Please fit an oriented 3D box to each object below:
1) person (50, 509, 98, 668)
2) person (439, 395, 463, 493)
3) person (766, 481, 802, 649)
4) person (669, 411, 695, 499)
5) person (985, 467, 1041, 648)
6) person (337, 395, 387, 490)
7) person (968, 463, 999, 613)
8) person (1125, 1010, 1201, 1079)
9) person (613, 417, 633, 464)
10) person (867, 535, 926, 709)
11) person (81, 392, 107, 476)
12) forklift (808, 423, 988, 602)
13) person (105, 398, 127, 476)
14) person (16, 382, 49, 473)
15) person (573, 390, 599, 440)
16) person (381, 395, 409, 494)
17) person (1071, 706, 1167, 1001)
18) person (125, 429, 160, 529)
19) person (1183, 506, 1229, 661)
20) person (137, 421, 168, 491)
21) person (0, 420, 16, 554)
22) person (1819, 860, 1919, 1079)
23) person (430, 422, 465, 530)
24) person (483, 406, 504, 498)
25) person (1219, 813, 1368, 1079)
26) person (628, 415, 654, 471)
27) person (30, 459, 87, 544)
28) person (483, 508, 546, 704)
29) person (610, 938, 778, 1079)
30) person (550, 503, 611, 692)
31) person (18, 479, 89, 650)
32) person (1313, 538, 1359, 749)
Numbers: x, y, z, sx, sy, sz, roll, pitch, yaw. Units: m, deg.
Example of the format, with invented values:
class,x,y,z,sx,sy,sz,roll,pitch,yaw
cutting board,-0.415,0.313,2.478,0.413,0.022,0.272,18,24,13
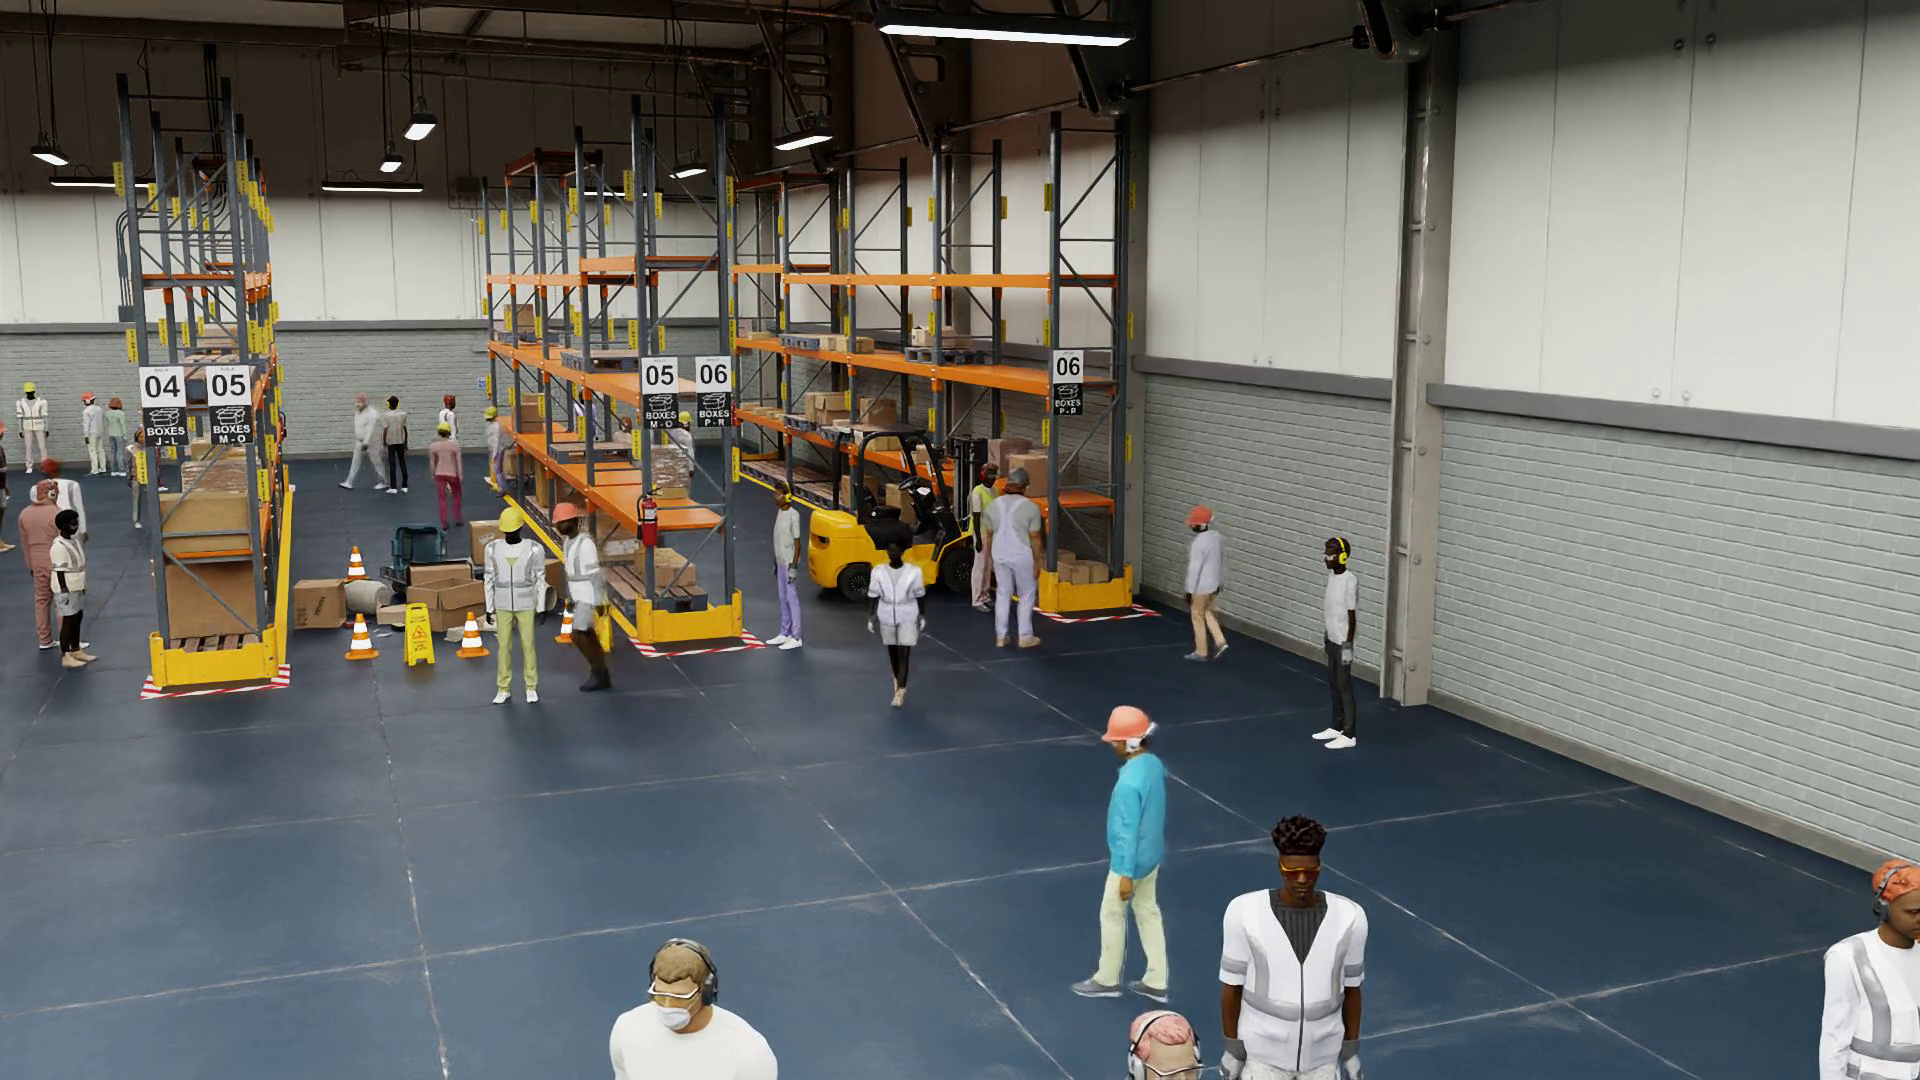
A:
class,x,y,z,sx,sy,sz,roll,pitch,yaw
person,-9.396,0.510,17.551,0.325,1.685,0.539,-2,9,-11
person,-9.723,-1.833,31.701,0.359,1.880,0.575,-6,11,-35
person,-1.944,0.272,18.461,0.328,1.875,0.513,-5,11,-31
person,-4.720,-1.280,28.399,0.403,1.826,0.592,-8,12,-42
person,0.643,0.185,18.484,0.683,2.000,0.535,6,11,31
person,-11.500,-1.861,31.997,0.628,1.844,0.989,6,11,33
person,0.310,-0.040,20.525,0.396,1.841,0.565,5,10,26
person,0.620,2.370,5.150,0.640,1.910,0.407,-5,10,-27
person,-5.944,-1.385,29.631,0.499,1.636,0.286,1,9,8
person,-0.612,0.761,16.044,0.544,1.652,0.859,2,9,10
person,-17.929,-2.189,34.364,0.349,1.743,0.563,1,9,6
forklift,-0.830,-0.399,21.676,2.313,2.155,1.214,-4,10,-21
person,-17.396,-2.127,34.338,0.492,1.625,0.283,3,10,20
person,-19.386,-2.344,34.803,0.584,1.918,0.402,-3,10,-20
person,-7.541,-2.098,33.480,0.429,1.844,0.626,8,12,41
person,-10.744,-1.816,31.615,0.514,1.872,0.328,-8,12,-42
person,0.937,1.773,9.436,0.524,1.727,0.605,4,10,23
person,-13.388,-1.003,27.261,0.520,1.633,0.316,-7,11,-36
person,2.609,0.473,17.706,0.455,1.715,0.593,6,11,34
person,-15.498,-1.741,31.883,0.507,1.632,0.279,1,9,5
person,-14.358,-0.812,24.809,0.412,2.032,0.603,-1,9,-8
person,3.606,2.168,6.498,0.584,1.882,0.349,-3,10,-19
person,-8.381,-1.068,27.266,0.547,1.741,0.711,0,9,-2
person,-8.698,-1.651,31.036,0.441,1.720,0.646,-5,11,-31
person,1.362,2.074,6.830,0.602,1.966,0.368,0,9,-1
person,-5.380,-1.257,28.206,0.555,1.828,0.696,-9,12,-43
person,-11.390,-0.113,21.032,0.587,1.827,0.970,-7,11,-36
person,-4.295,0.631,16.063,0.586,1.917,0.380,-1,9,-6
person,-0.916,2.271,5.711,0.631,1.932,0.363,4,10,23
person,-3.754,0.571,16.491,0.576,1.896,0.570,-5,11,-31
person,-9.990,0.279,18.334,0.639,1.902,0.407,2,9,15
person,3.320,0.894,14.599,0.326,1.861,0.511,-2,9,-10
